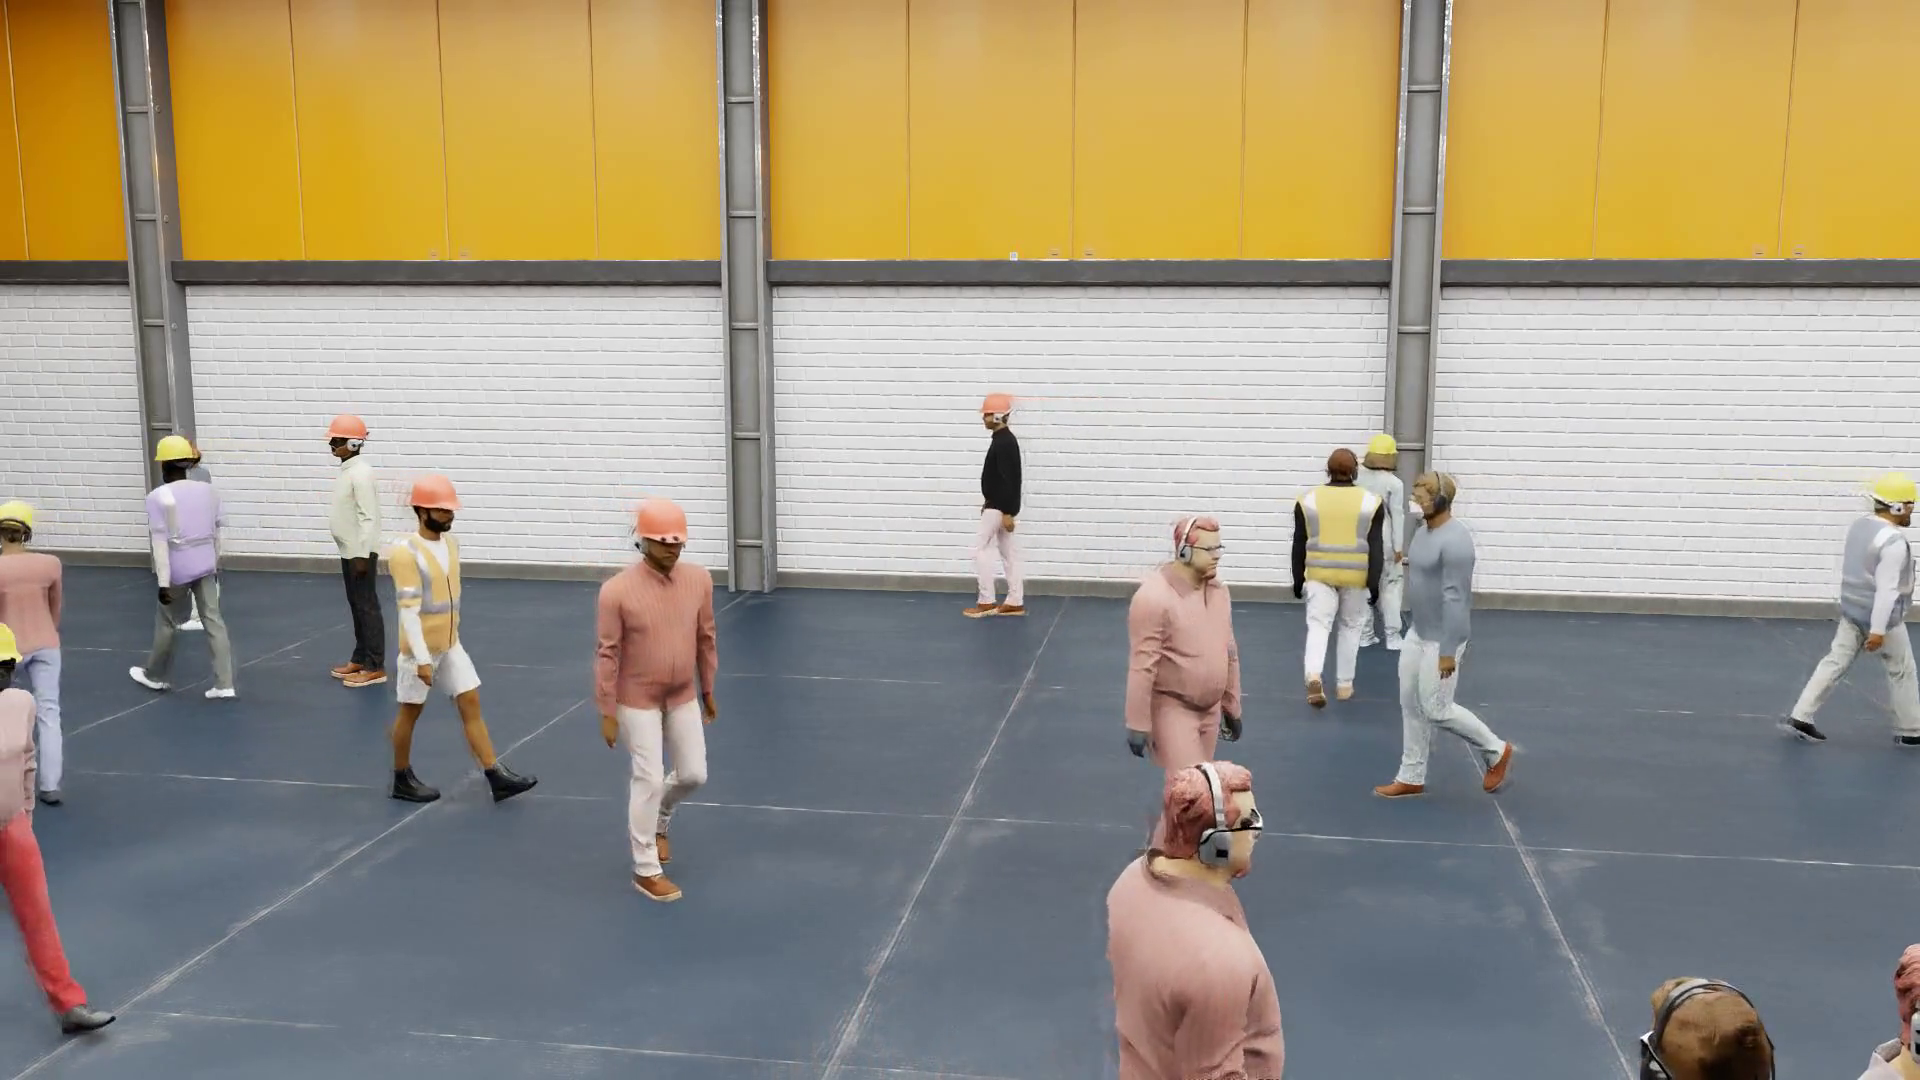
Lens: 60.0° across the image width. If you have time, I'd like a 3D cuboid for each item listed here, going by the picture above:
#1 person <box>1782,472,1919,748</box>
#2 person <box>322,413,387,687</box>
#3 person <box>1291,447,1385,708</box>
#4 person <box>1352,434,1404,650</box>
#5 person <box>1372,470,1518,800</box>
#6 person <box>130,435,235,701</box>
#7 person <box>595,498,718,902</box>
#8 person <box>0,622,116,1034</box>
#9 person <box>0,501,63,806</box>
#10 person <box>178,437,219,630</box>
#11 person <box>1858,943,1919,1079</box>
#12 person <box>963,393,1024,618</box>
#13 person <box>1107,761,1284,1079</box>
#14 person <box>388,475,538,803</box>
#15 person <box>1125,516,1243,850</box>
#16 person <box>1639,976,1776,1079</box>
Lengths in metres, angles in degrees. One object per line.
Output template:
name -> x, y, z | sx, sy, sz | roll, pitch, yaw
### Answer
person -> 5.773, 0.446, 10.565 | 0.967, 1.785, 0.583 | 0, 9, -2
person -> -4.439, 0.067, 12.214 | 0.374, 1.997, 0.613 | -6, 11, -32
person -> 2.614, 0.264, 11.567 | 0.631, 1.819, 0.804 | 3, 10, 18
person -> 3.361, 0.016, 13.341 | 0.365, 1.740, 0.505 | -9, 13, -43
person -> 2.771, 0.556, 9.421 | 0.708, 1.922, 0.633 | -1, 9, -6
person -> -5.522, 0.195, 11.806 | 1.004, 1.869, 0.609 | 5, 10, 28
person -> -1.468, 0.755, 8.059 | 0.666, 1.970, 0.601 | -8, 12, -41
person -> -3.811, 1.136, 6.496 | 0.881, 1.703, 0.532 | 4, 10, 26
person -> -5.426, 0.636, 9.553 | 0.858, 1.719, 0.535 | 8, 12, 40
person -> -6.509, -0.056, 14.090 | 0.279, 1.633, 0.498 | 1, 9, 8
person -> 1.718, 1.615, 2.948 | 0.643, 1.909, 0.410 | -6, 11, -35
person -> 0.267, -0.300, 14.557 | 0.686, 1.971, 0.623 | 2, 9, 10
person -> 0.520, 1.447, 4.084 | 0.881, 1.875, 0.651 | -3, 10, -16
person -> -2.863, 0.585, 9.330 | 0.949, 1.891, 0.575 | 3, 10, 20
person -> 1.098, 0.821, 7.878 | 0.439, 1.888, 0.685 | 9, 13, 43
person -> 1.278, 1.655, 2.896 | 0.513, 1.842, 0.325 | -4, 10, -22
